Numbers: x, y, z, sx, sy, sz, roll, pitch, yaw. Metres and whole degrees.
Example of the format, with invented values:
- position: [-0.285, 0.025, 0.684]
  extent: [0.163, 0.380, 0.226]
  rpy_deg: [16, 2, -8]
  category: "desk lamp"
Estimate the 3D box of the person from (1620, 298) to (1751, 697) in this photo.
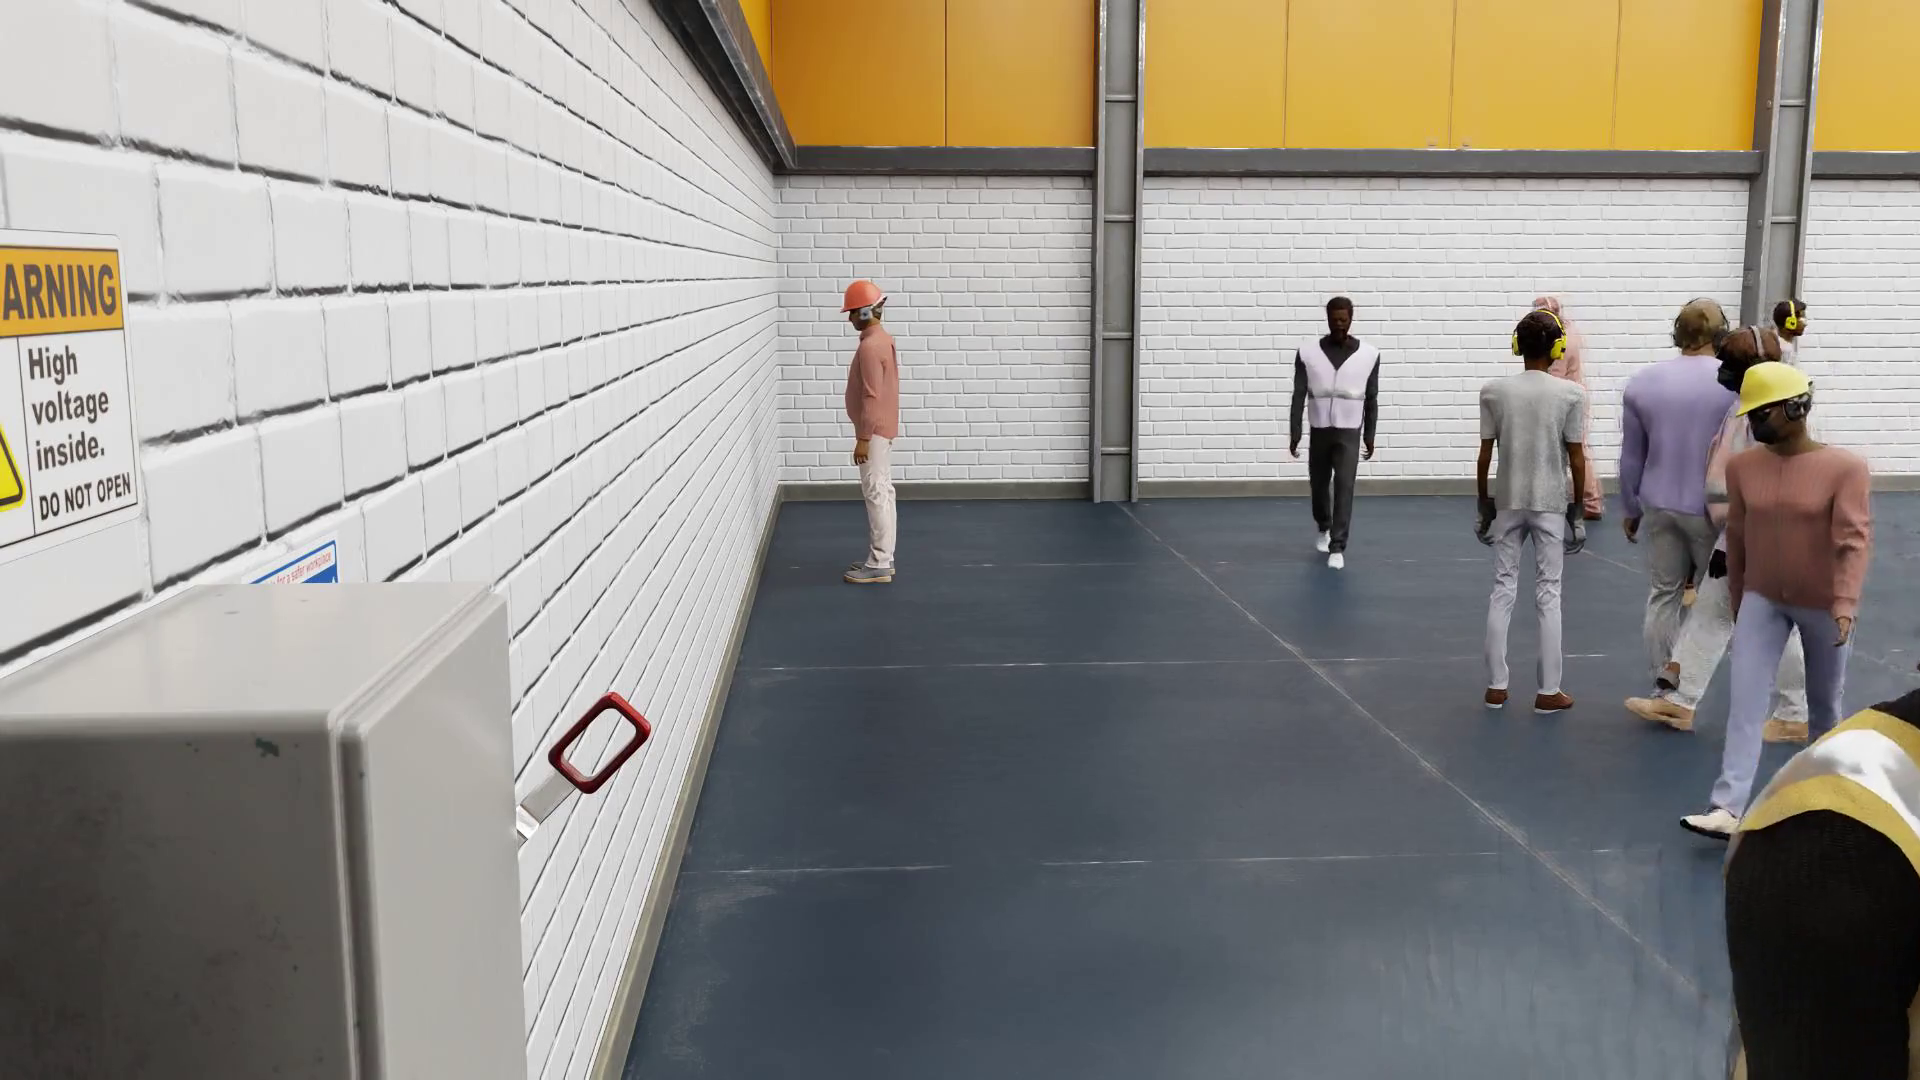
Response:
- position: [3.305, -0.128, 7.549]
  extent: [0.649, 1.925, 0.458]
  rpy_deg: [9, 13, 44]
  category: "person"

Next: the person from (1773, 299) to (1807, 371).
- position: [6.198, -0.909, 12.729]
  extent: [0.808, 1.839, 0.519]
  rpy_deg: [2, 9, 15]
  category: "person"

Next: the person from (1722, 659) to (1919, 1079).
- position: [1.034, 0.826, 1.890]
  extent: [0.630, 1.816, 0.784]
  rpy_deg: [-4, 10, -25]
  category: "person"

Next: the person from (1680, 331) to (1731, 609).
- position: [4.548, -0.403, 9.957]
  extent: [0.318, 1.698, 0.539]
  rpy_deg: [-7, 11, -36]
  category: "person"

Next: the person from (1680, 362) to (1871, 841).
- position: [2.926, 0.232, 5.897]
  extent: [0.870, 1.699, 0.545]
  rpy_deg: [-9, 13, -44]
  category: "person"

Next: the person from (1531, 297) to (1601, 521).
- position: [4.887, -1.068, 13.689]
  extent: [0.918, 1.838, 0.655]
  rpy_deg: [2, 9, 13]
  category: "person"

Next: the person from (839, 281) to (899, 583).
- position: [-0.594, -0.711, 10.998]
  extent: [0.392, 1.986, 0.610]
  rpy_deg: [1, 9, 7]
  category: "person"

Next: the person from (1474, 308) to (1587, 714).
- position: [2.649, -0.125, 7.715]
  extent: [0.509, 1.861, 0.329]
  rpy_deg: [6, 11, 31]
  category: "person"

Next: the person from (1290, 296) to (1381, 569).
- position: [2.658, -0.789, 11.801]
  extent: [0.597, 1.887, 0.934]
  rpy_deg: [3, 9, 16]
  category: "person"

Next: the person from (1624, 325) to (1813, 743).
- position: [3.335, -0.015, 7.183]
  extent: [0.852, 1.803, 0.639]
  rpy_deg: [2, 9, 12]
  category: "person"
